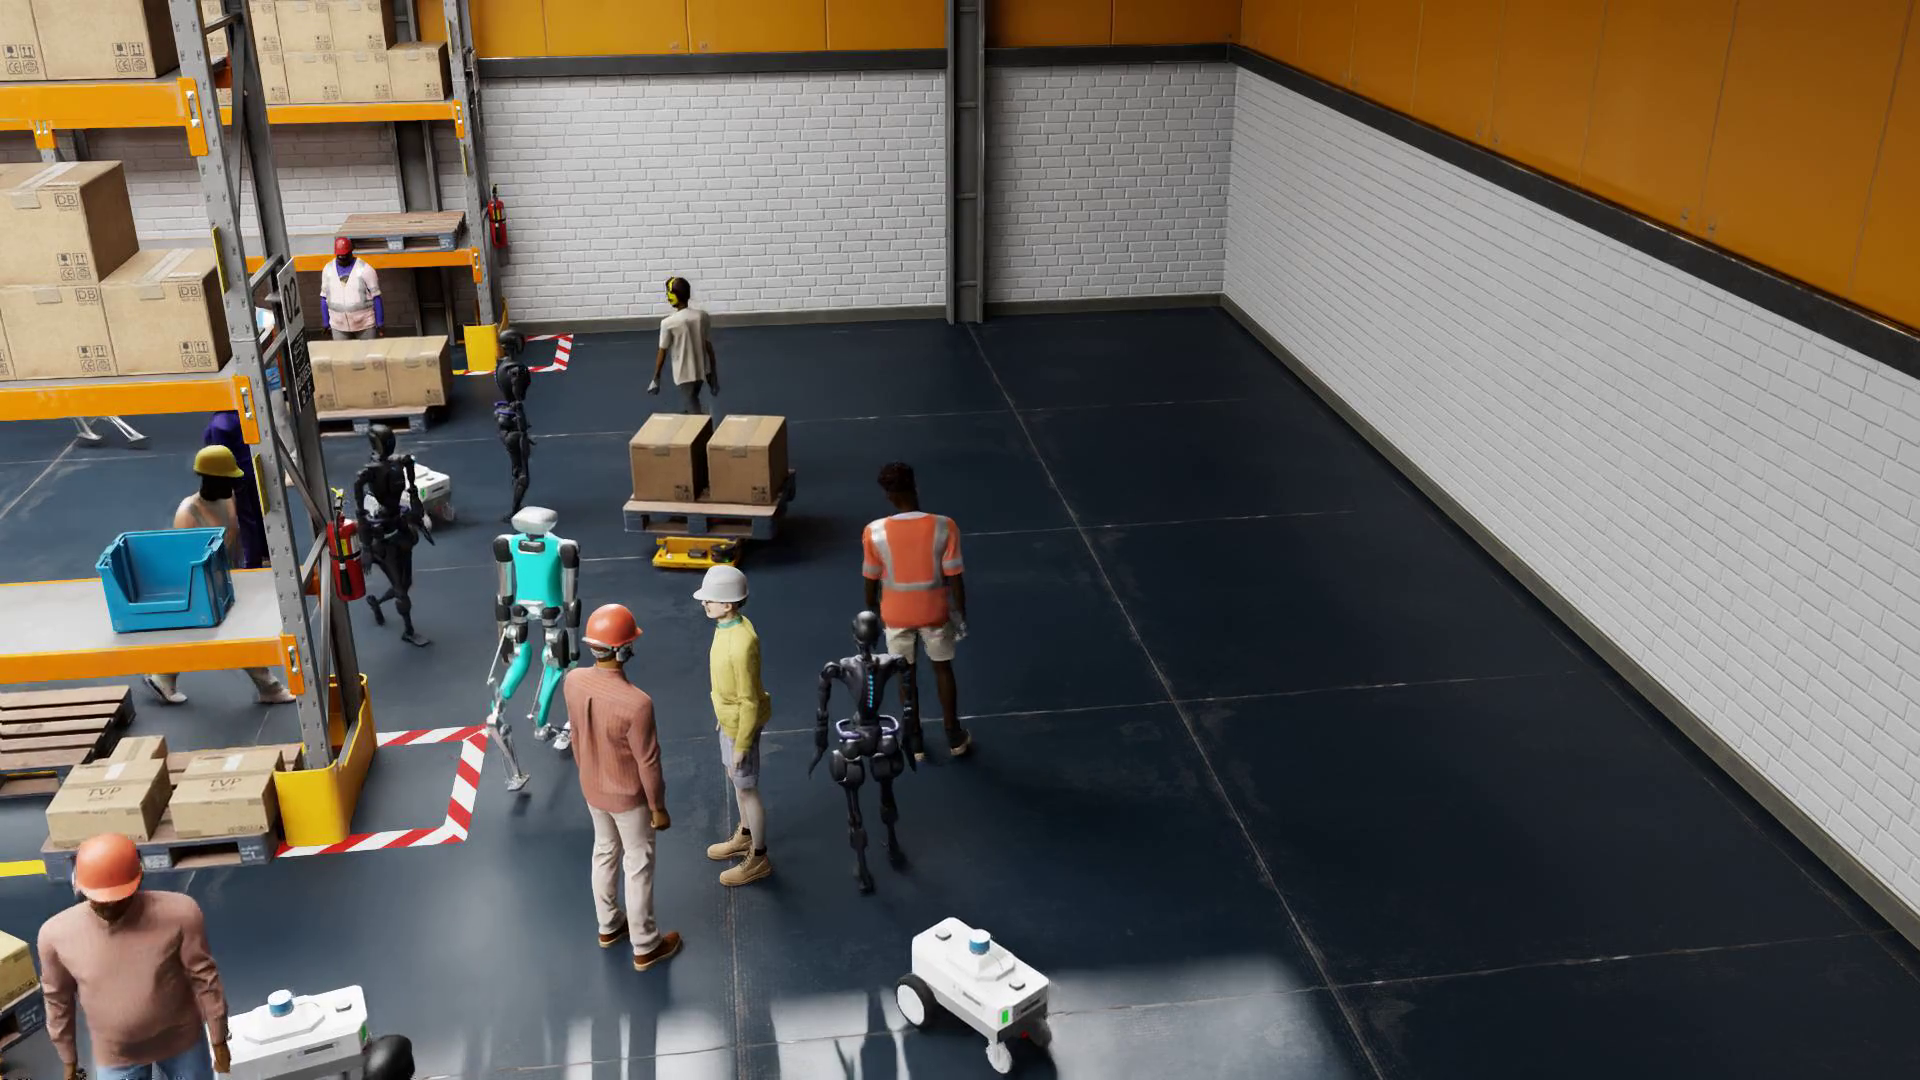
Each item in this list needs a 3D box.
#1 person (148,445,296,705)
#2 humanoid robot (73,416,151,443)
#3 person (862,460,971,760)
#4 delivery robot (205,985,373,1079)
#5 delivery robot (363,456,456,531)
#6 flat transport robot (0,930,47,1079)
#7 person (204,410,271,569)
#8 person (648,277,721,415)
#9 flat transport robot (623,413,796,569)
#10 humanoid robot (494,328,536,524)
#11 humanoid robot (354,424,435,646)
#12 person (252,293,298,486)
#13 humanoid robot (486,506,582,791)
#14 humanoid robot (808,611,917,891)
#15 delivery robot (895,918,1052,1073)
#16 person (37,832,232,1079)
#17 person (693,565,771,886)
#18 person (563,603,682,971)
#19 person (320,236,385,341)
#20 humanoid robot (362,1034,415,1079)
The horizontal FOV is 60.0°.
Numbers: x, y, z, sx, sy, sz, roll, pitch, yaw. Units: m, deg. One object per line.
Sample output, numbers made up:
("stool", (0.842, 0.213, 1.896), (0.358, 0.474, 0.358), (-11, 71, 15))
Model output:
("person", (-4.966, 0.245, 10.883), (1.012, 1.850, 0.596), (-1, 24, -1))
("humanoid robot", (-8.051, -1.655, 15.328), (0.969, 1.733, 0.538), (7, 25, 16))
("person", (-0.286, 0.441, 10.329), (0.638, 1.923, 0.469), (-2, 24, -4))
("delivery robot", (-3.111, 2.360, 7.679), (0.810, 0.606, 0.499), (-10, 26, -22))
("delivery robot", (-4.621, -0.427, 13.990), (0.759, 0.575, 0.499), (15, 28, 30))
("flat transport robot", (-4.986, 2.517, 7.663), (1.431, 0.231, 0.659), (12, 26, 26))
("person", (-5.595, -0.484, 12.814), (0.353, 1.618, 0.457), (1, 24, 1))
("person", (-2.400, -1.425, 14.741), (1.009, 1.815, 0.515), (18, 30, 35))
("flat transport robot", (-2.024, -0.126, 13.684), (0.659, 0.231, 1.431), (2, 24, 5))
("humanoid robot", (-3.711, -0.934, 13.778), (0.395, 1.649, 0.603), (-10, 25, -21))
("humanoid robot", (-4.105, -0.068, 11.836), (0.669, 1.633, 0.604), (13, 27, 27))
("person", (-6.147, -1.346, 14.520), (0.626, 1.836, 0.429), (-2, 24, -6))
("humanoid robot", (-2.585, 0.740, 9.957), (0.551, 1.753, 1.061), (3, 24, 8))
("humanoid robot", (-0.541, 1.112, 9.109), (0.600, 1.654, 0.454), (-6, 24, -14))
("delivery robot", (0.080, 2.173, 8.111), (0.499, 0.611, 0.814), (-21, 31, -39))
("person", (-3.286, 2.015, 6.703), (0.671, 1.976, 0.589), (-9, 25, -20))
("person", (-1.217, 1.000, 9.106), (0.380, 1.891, 0.484), (-8, 25, -18))
("person", (-1.705, 1.246, 8.428), (0.612, 1.986, 0.405), (18, 30, 35))
("person", (-5.988, -2.131, 16.407), (0.598, 1.751, 0.420), (-2, 24, -5))
("humanoid robot", (-2.016, 2.483, 6.003), (0.593, 1.643, 0.573), (-1, 24, -1))
